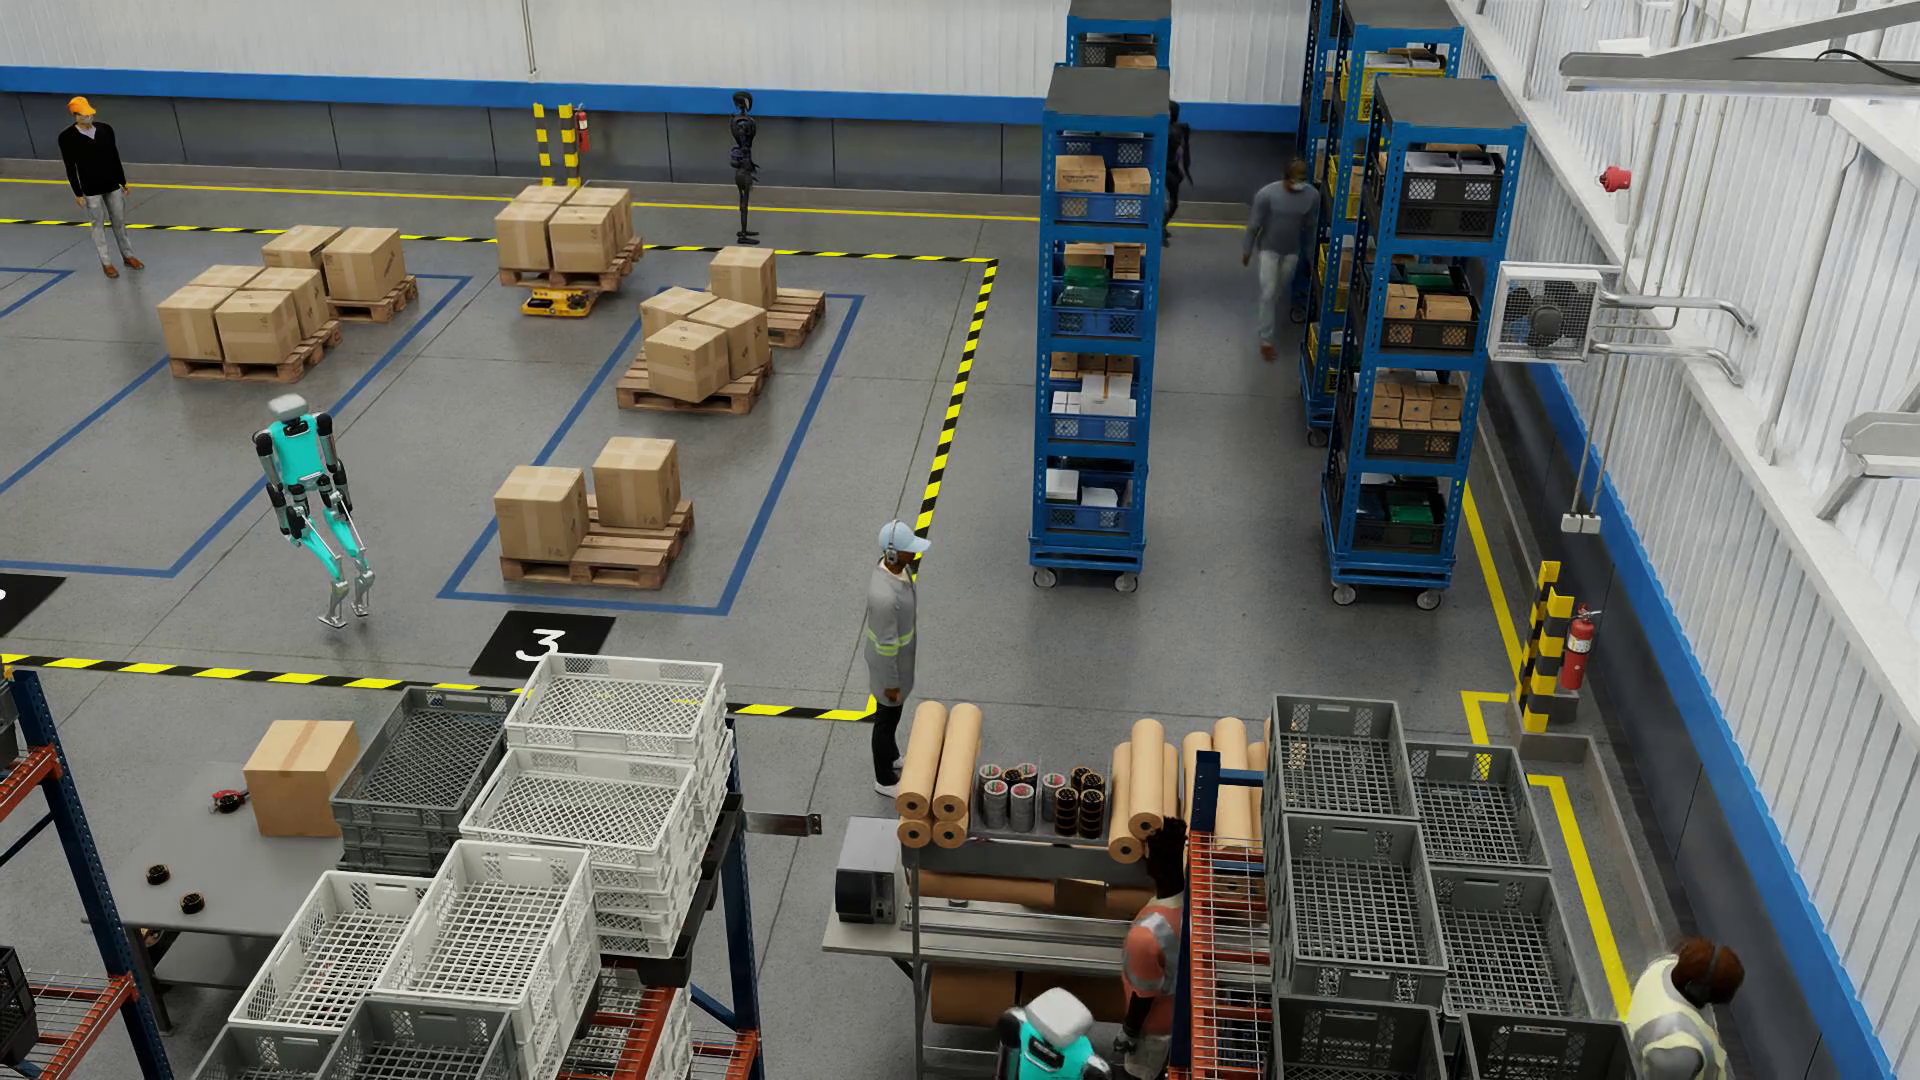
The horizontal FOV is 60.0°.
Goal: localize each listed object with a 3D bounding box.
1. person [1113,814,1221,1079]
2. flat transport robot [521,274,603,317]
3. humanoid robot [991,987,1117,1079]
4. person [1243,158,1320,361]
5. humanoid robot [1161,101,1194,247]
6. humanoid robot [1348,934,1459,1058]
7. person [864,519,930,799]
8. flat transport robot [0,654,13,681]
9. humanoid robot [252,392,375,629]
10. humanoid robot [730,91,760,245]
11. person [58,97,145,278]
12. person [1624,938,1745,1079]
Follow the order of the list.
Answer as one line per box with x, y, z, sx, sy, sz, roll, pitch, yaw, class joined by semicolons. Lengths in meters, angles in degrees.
0.898;2.043;7.479;0.368;1.965;0.605;20;36;31;person
-4.005;-2.687;17.262;0.652;0.197;1.431;3;30;6;flat transport robot
0.186;2.652;6.669;0.549;1.735;1.014;22;37;33;humanoid robot
3.039;-2.640;15.579;0.660;1.900;0.871;-5;31;-8;person
2.253;-4.053;18.266;0.603;1.637;0.540;-11;32;-18;humanoid robot
1.938;2.177;7.536;0.395;1.645;0.591;-21;36;-32;humanoid robot
-0.367;0.697;9.905;0.395;1.850;0.589;3;30;5;person
-7.142;0.969;11.010;1.431;0.231;0.659;3;30;6;flat transport robot
-4.312;-0.140;11.319;0.533;1.680;0.735;-26;39;-37;humanoid robot
-2.366;-4.124;18.341;0.315;1.657;0.599;-2;30;-3;humanoid robot
-9.009;-3.706;17.433;0.362;1.884;0.589;20;36;31;person
3.042;2.388;7.024;0.606;1.816;0.662;8;31;14;person
